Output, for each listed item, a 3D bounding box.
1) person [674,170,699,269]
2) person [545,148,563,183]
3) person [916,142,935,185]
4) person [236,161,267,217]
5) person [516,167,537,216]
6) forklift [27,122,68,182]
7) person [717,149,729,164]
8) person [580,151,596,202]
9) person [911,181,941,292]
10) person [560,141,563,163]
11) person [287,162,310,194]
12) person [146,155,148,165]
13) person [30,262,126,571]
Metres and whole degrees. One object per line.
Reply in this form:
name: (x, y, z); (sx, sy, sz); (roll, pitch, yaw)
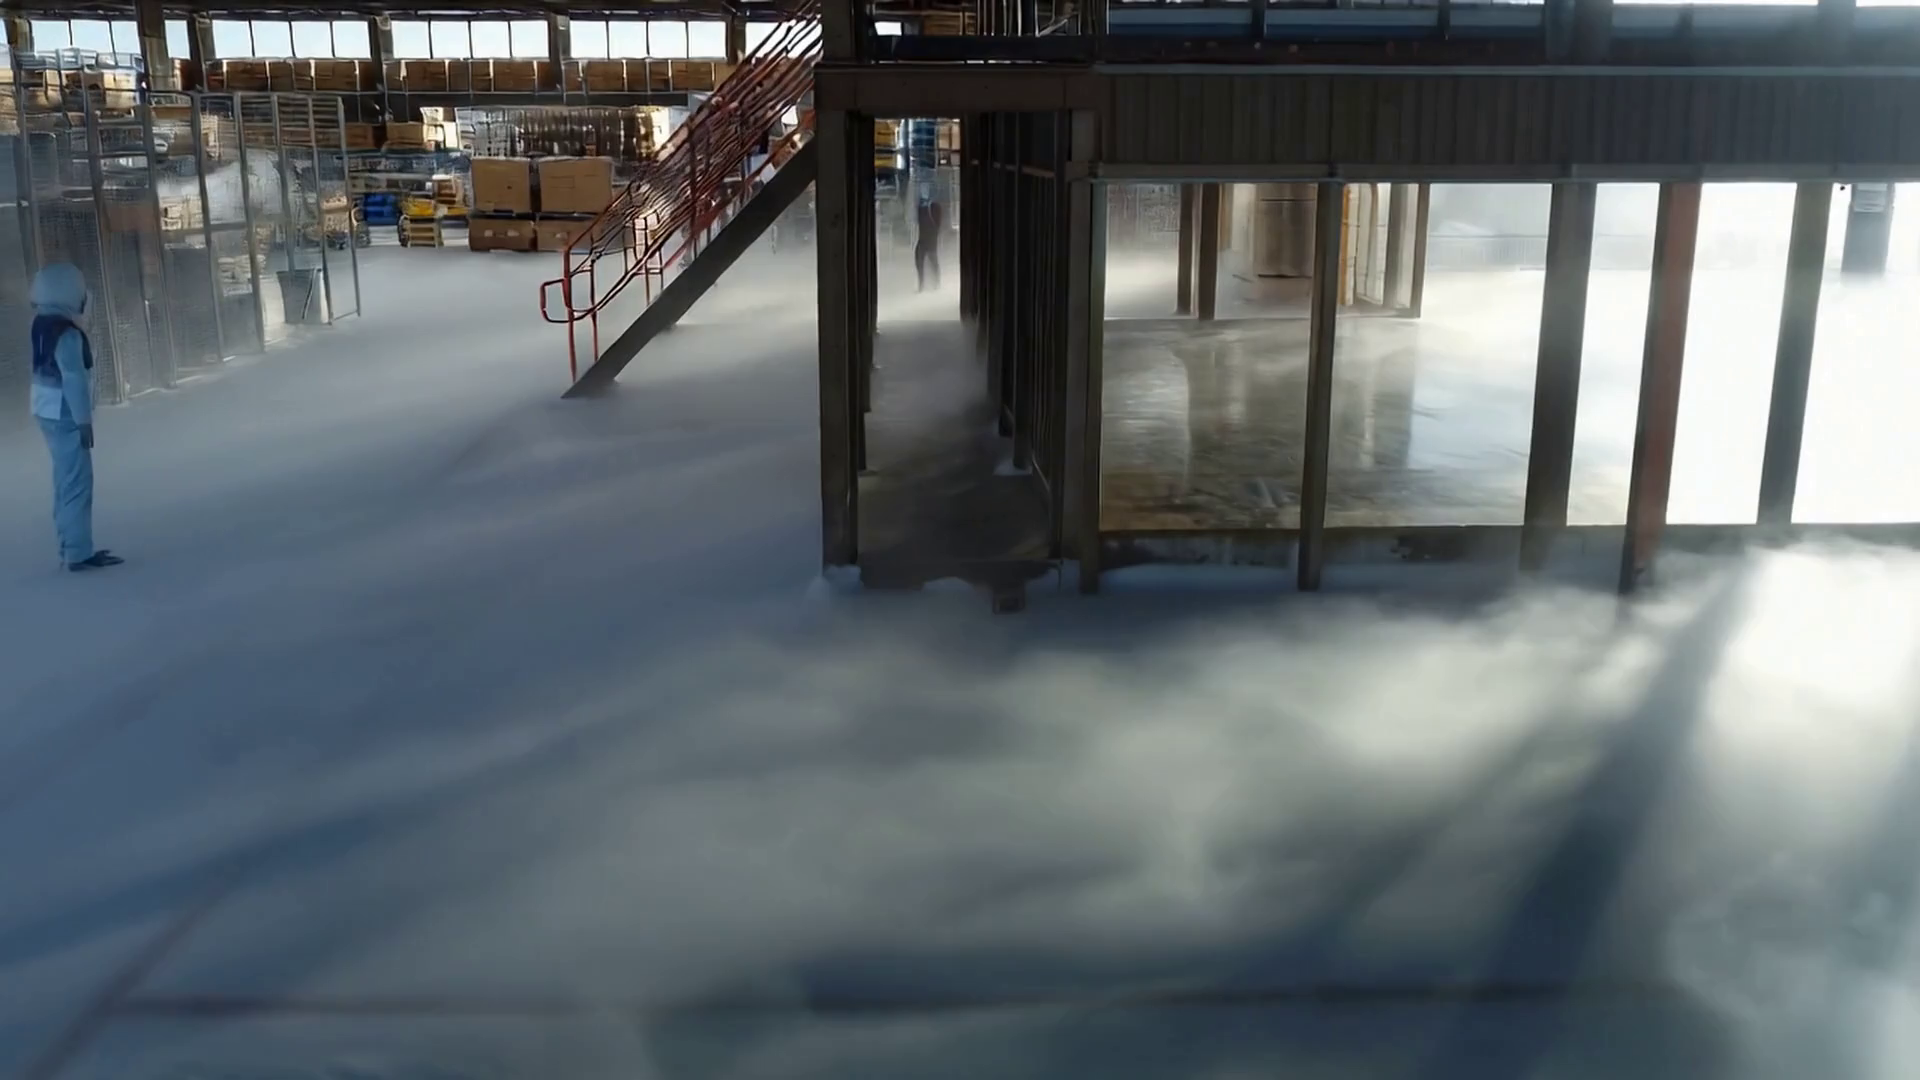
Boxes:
person: (-5.257, -6.147, 31.927); (0.361, 1.882, 0.575); (11, 18, 37)
person: (-13.038, -11.529, 53.228); (1.034, 2.000, 0.616); (6, 15, 23)
person: (-1.586, -17.194, 75.962); (1.035, 1.942, 0.621); (4, 15, 17)
person: (-16.257, -7.739, 38.172); (0.623, 1.955, 1.019); (1, 14, 4)
person: (-10.350, -8.042, 39.806); (0.486, 1.734, 0.359); (-6, 15, -24)
forklift: (-35.376, -14.773, 64.377); (1.129, 2.768, 1.873); (-1, 14, -2)
person: (-11.222, -17.791, 78.747); (0.591, 1.764, 0.959); (-1, 14, -4)
person: (-11.723, -11.336, 52.603); (0.737, 1.907, 0.568); (4, 15, 16)
person: (-0.577, -5.008, 27.497); (0.651, 1.822, 0.529); (-13, 19, -42)
person: (-21.757, -20.912, 91.027); (0.396, 1.837, 0.565); (-3, 14, -10)
person: (-16.197, -8.335, 40.771); (0.591, 1.833, 0.403); (-12, 18, -40)
person: (-40.677, -19.006, 83.652); (0.540, 1.728, 0.897); (0, 14, -1)
person: (-5.526, -0.753, 10.315); (0.383, 1.915, 0.596); (-12, 19, -41)
